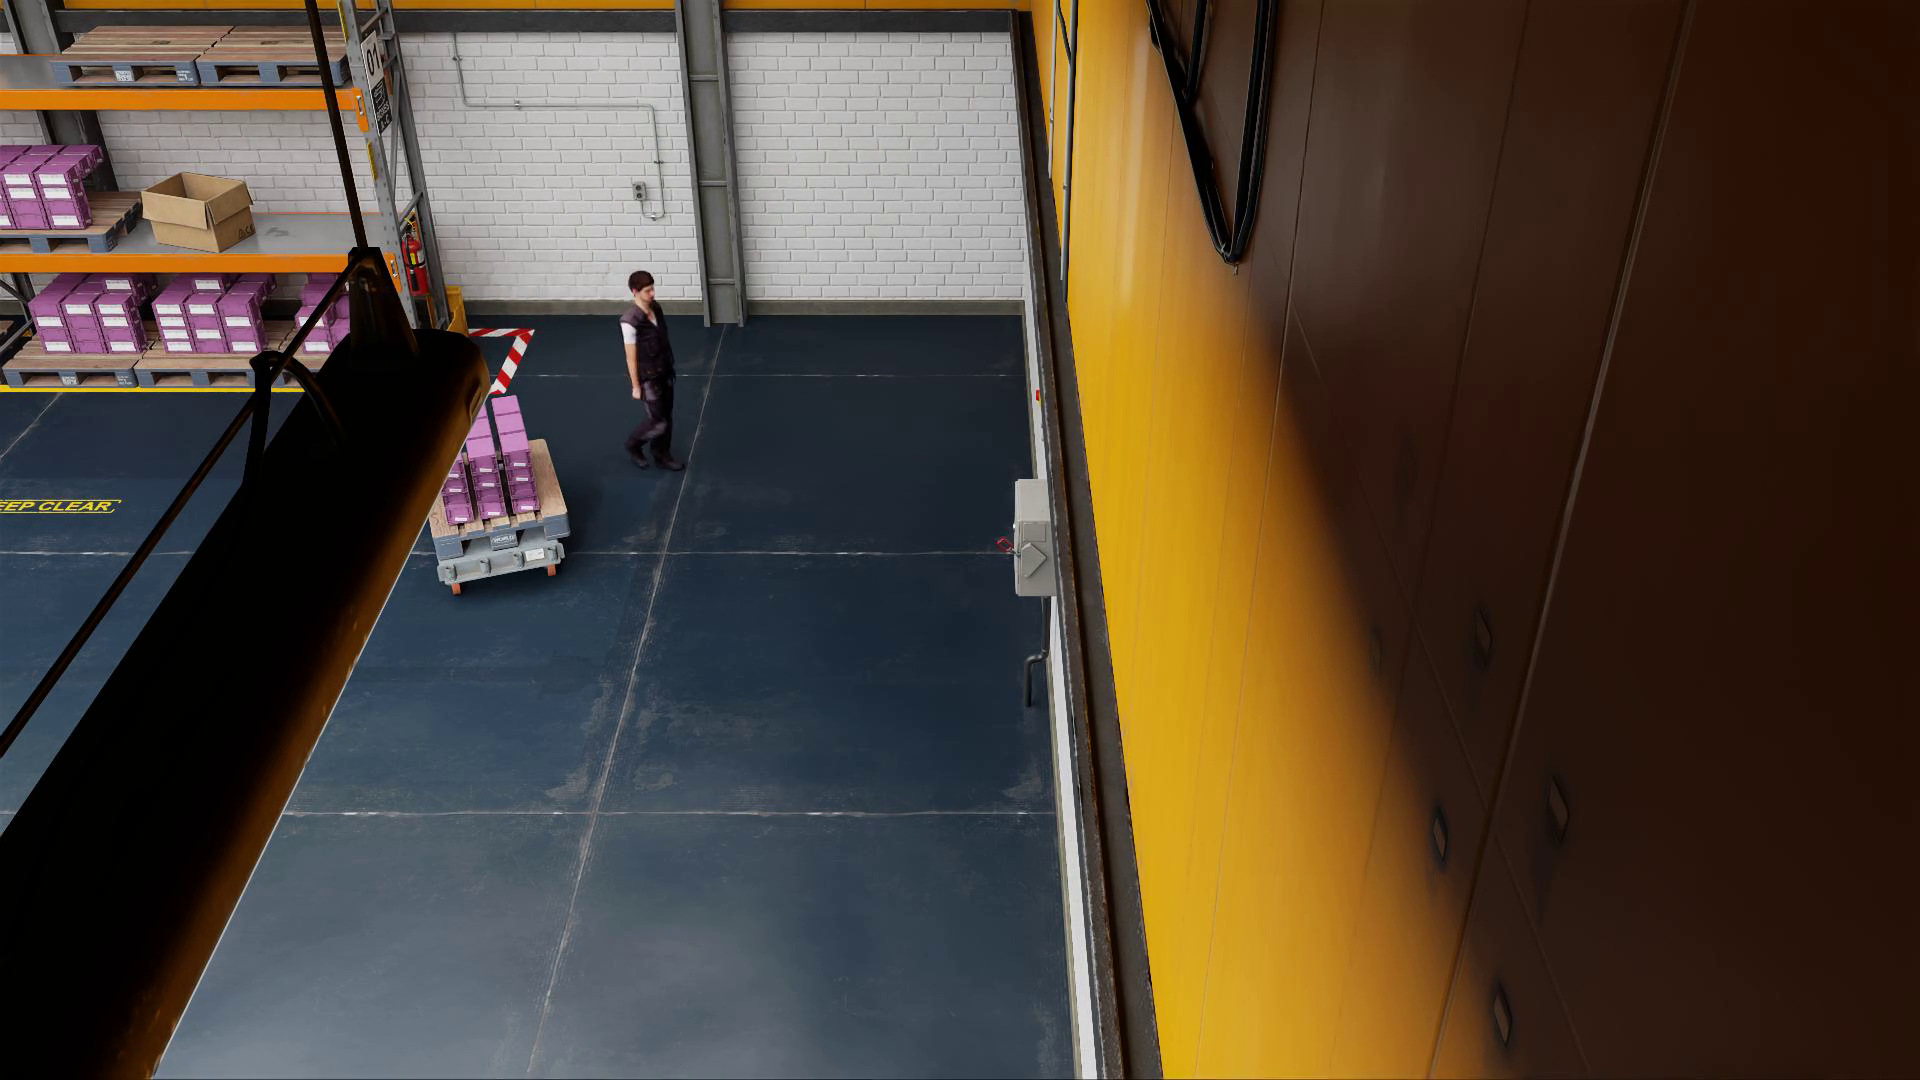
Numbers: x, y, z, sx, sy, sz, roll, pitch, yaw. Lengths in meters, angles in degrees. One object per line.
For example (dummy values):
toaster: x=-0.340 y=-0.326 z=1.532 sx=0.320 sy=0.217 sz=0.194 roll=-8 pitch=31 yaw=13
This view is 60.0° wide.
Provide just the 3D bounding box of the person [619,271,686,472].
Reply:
person: x=-2.642 y=-1.401 z=13.830 sx=0.842 sy=1.838 sz=0.776 roll=13 pitch=36 yaw=19
